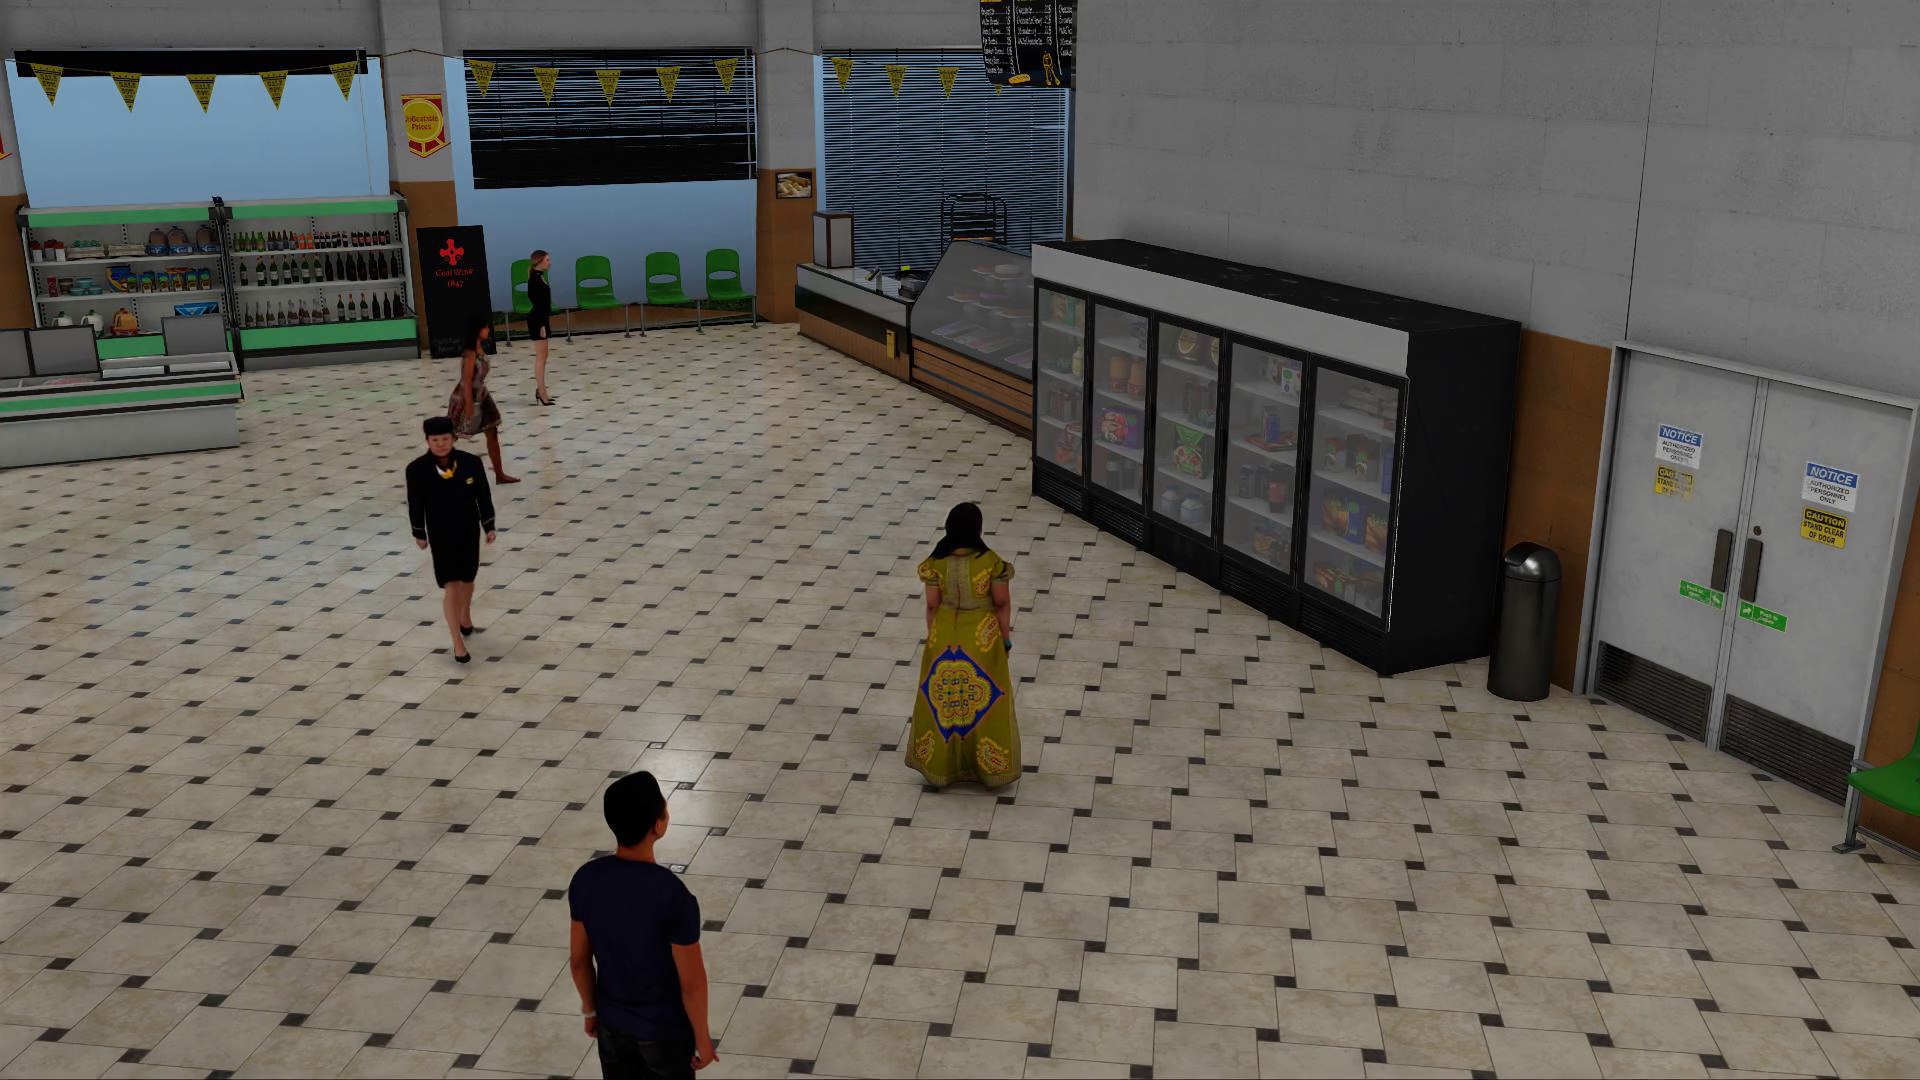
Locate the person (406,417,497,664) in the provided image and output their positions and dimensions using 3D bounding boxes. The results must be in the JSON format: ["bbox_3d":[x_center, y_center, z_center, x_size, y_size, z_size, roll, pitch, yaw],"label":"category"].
[{"bbox_3d":[-3.438,-0.036,11.321,0.959,1.636,0.733,-8,18,-24],"label":"person"}]

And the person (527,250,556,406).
[{"bbox_3d":[-4.782,-2.430,18.982,0.591,1.765,0.612,-4,17,-13],"label":"person"}]

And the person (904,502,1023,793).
[{"bbox_3d":[0.034,0.589,9.220,0.949,1.660,1.056,2,17,7],"label":"person"}]

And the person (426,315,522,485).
[{"bbox_3d":[-4.614,-1.250,15.388,1.279,1.596,0.983,1,17,2],"label":"person"}]

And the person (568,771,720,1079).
[{"bbox_3d":[-1.072,1.625,5.584,0.703,1.790,0.764,6,18,19],"label":"person"}]
